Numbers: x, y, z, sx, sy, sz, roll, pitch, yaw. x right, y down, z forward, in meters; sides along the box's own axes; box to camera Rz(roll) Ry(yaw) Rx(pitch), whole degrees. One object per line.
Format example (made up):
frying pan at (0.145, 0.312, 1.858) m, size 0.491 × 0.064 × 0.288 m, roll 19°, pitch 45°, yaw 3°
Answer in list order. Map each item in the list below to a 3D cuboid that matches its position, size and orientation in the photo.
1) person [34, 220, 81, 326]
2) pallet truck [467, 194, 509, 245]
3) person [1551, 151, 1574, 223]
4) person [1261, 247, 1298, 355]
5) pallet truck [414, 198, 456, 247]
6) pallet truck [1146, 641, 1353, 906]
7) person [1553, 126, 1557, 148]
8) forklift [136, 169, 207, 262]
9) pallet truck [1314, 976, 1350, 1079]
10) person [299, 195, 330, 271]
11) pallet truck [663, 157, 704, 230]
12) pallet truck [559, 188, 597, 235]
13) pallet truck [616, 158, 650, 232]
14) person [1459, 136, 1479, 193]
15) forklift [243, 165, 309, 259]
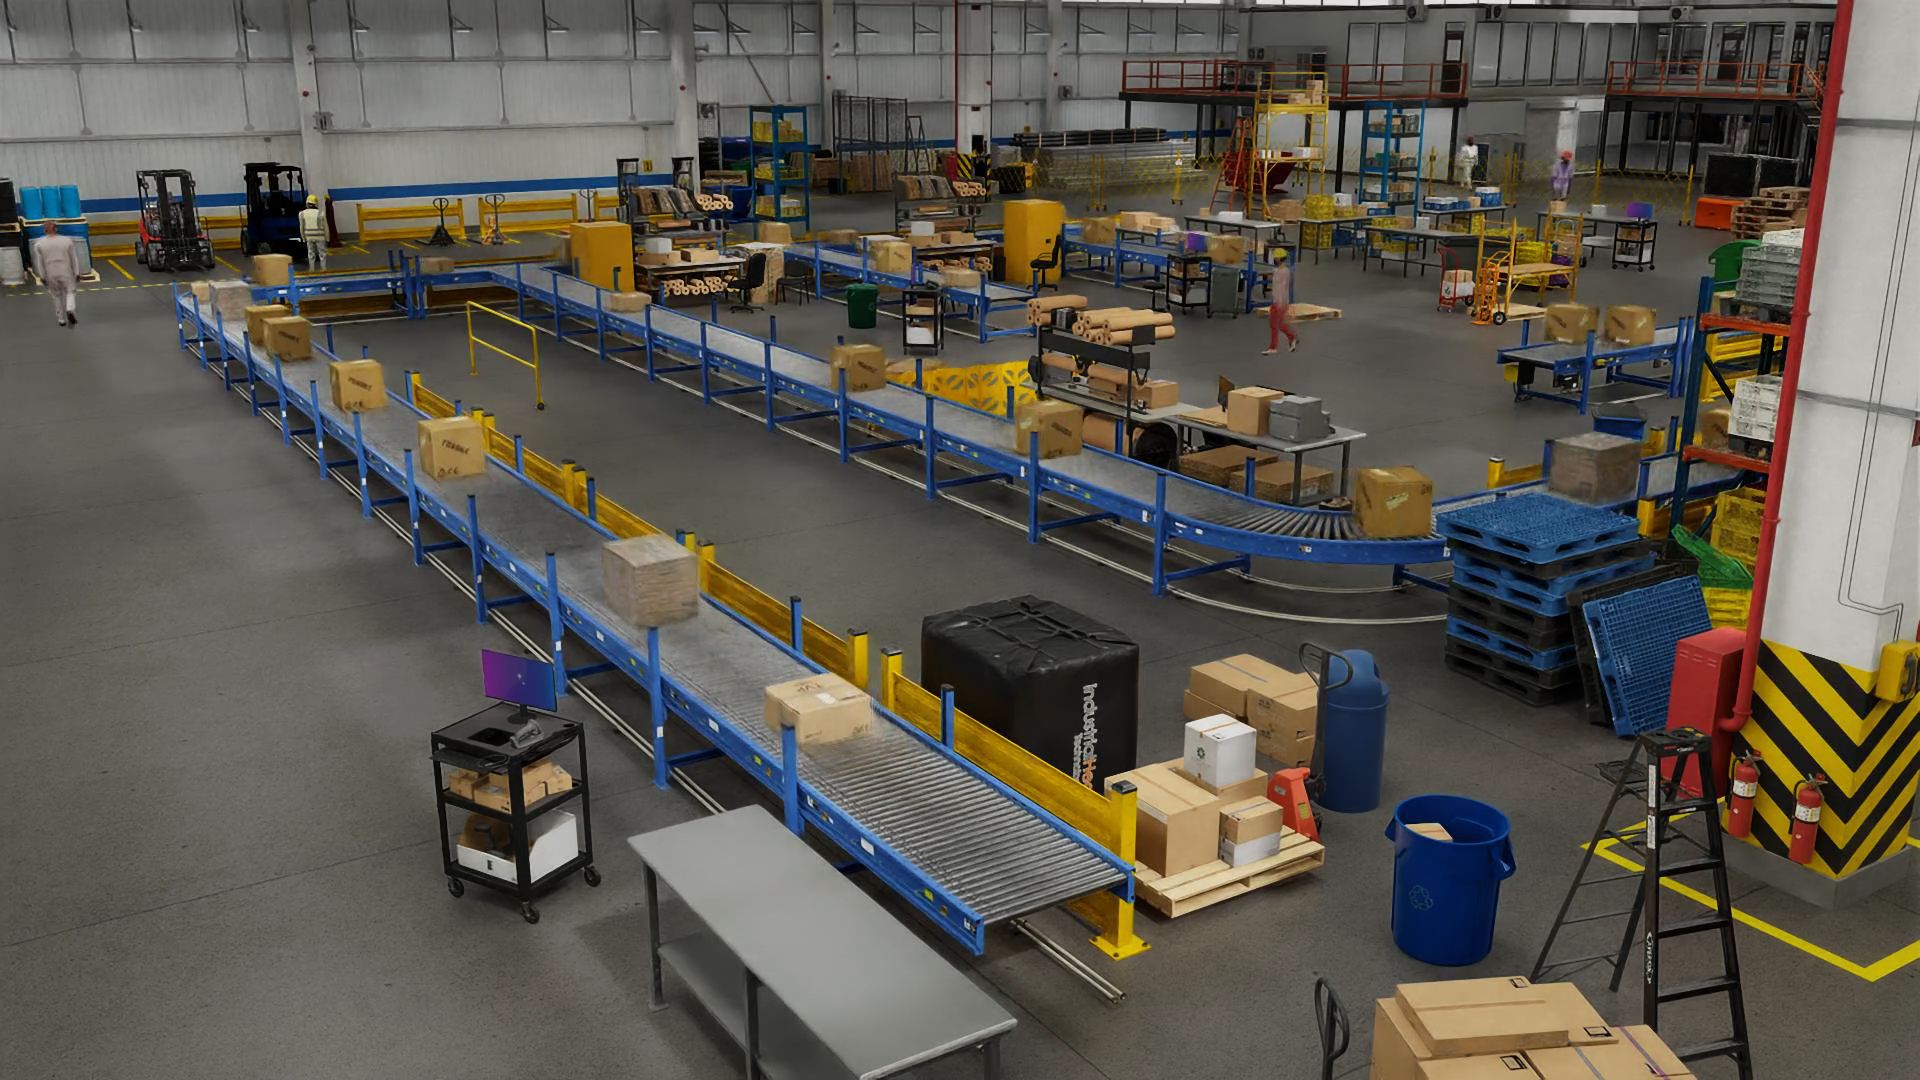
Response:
person at (-16.164, -4.786, 29.824) m, size 0.675 × 1.891 × 0.427 m, roll -8°, pitch 19°, yaw -25°
pallet truck at (-11.983, -8.177, 42.137) m, size 0.704 × 1.261 × 1.522 m, roll -11°, pitch 20°, yaw -33°
person at (16.959, -9.970, 46.931) m, size 0.616 × 1.991 × 1.075 m, roll 2°, pitch 17°, yaw 8°
person at (5.210, -3.876, 27.019) m, size 0.492 × 1.752 × 0.546 m, roll -5°, pitch 17°, yaw -15°
pallet truck at (-13.250, -8.060, 41.856) m, size 0.680 × 1.201 × 1.601 m, roll -10°, pitch 20°, yaw -31°
pallet truck at (1.664, 1.407, 10.232) m, size 1.630 × 1.274 × 0.653 m, roll -10°, pitch 20°, yaw -31°
person at (24.698, -16.624, 69.278) m, size 0.545 × 1.851 × 0.555 m, roll 9°, pitch 19°, yaw 28°
forklift at (-17.842, -7.318, 37.559) m, size 1.157 × 1.987 × 2.680 m, roll -10°, pitch 20°, yaw -31°
pallet truck at (2.299, 2.390, 7.086) m, size 1.601 × 1.201 × 0.680 m, roll -2°, pitch 17°, yaw -7°
person at (-13.650, -6.389, 35.261) m, size 0.600 × 1.830 × 0.403 m, roll 0°, pitch 17°, yaw -1°
pallet truck at (-7.586, -9.308, 44.692) m, size 0.823 × 1.965 × 1.885 m, roll -11°, pitch 20°, yaw -33°
pallet truck at (-10.010, -8.652, 43.699) m, size 0.653 × 1.274 × 1.630 m, roll -10°, pitch 20°, yaw -31°
pallet truck at (-8.918, -9.176, 44.255) m, size 0.823 × 1.965 × 1.885 m, roll -9°, pitch 19°, yaw -27°
person at (17.233, -12.739, 56.380) m, size 0.584 × 1.853 × 0.941 m, roll -6°, pitch 18°, yaw -19°
forklift at (-15.898, -7.669, 38.708) m, size 1.157 × 1.987 × 2.680 m, roll -11°, pitch 20°, yaw -33°
